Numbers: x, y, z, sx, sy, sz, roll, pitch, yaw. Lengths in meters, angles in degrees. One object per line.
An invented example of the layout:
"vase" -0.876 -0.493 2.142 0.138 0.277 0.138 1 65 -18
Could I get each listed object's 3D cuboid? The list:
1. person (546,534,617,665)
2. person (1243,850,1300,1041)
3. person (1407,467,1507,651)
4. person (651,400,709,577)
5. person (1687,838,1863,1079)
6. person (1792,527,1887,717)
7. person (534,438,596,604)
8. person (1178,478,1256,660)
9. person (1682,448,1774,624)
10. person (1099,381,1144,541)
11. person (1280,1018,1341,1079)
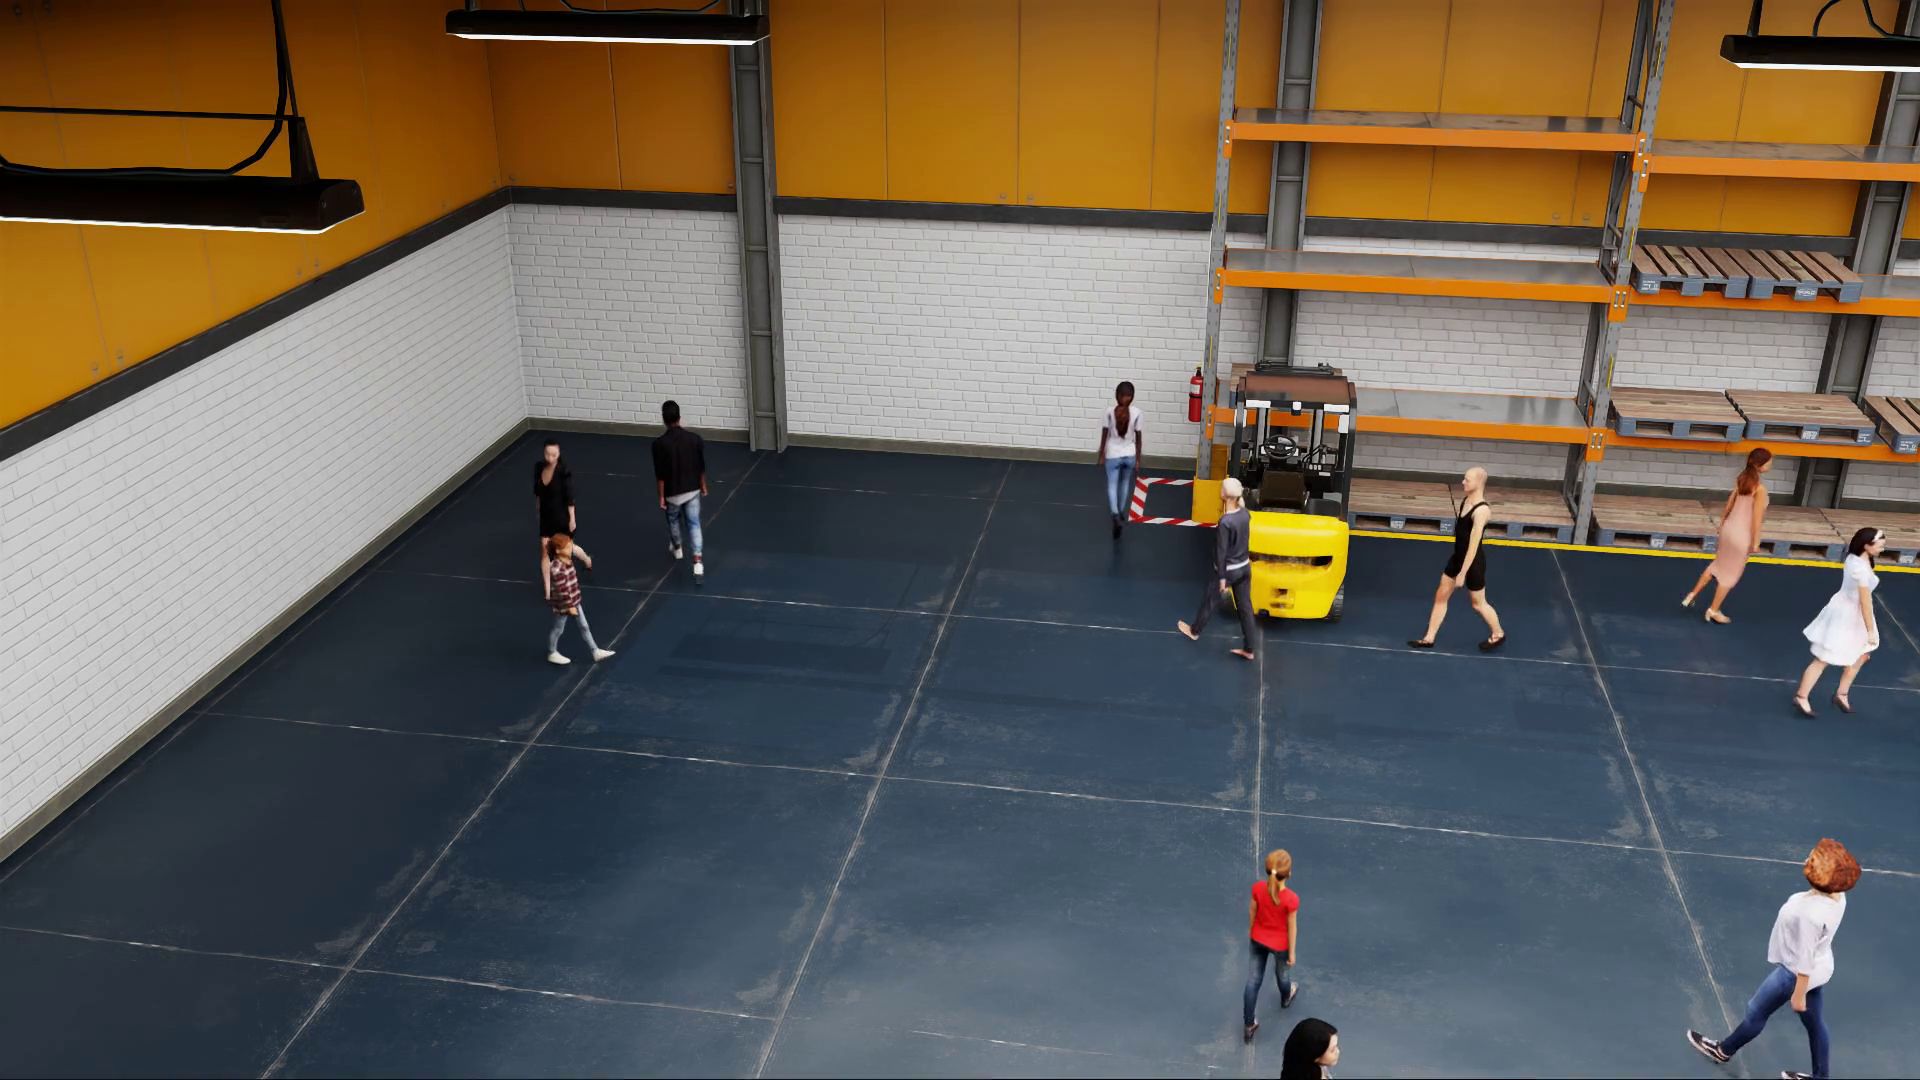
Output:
"person" -3.606 0.554 14.925 0.878 1.273 0.571 6 24 14
"person" 1.907 2.539 10.369 0.837 1.285 0.747 14 27 28
"person" 4.691 0.223 15.052 1.228 1.777 0.905 -3 24 -6
"person" -2.770 -0.467 16.647 1.258 1.765 1.184 -8 25 -19
"person" 5.071 2.574 9.801 1.140 1.677 1.016 21 31 40
"person" 7.287 0.717 13.915 0.908 1.783 0.761 9 25 21
"person" -3.879 -0.227 16.226 0.989 1.663 0.854 12 26 25
"person" 2.522 0.291 15.013 1.008 1.685 1.100 -18 29 -35
"person" 7.255 -0.038 15.614 0.816 1.807 0.845 -8 25 -18
"person" 1.692 -0.827 17.556 0.991 1.697 0.780 0 24 0
"person" 1.662 3.140 8.510 1.150 1.673 0.738 8 25 17
